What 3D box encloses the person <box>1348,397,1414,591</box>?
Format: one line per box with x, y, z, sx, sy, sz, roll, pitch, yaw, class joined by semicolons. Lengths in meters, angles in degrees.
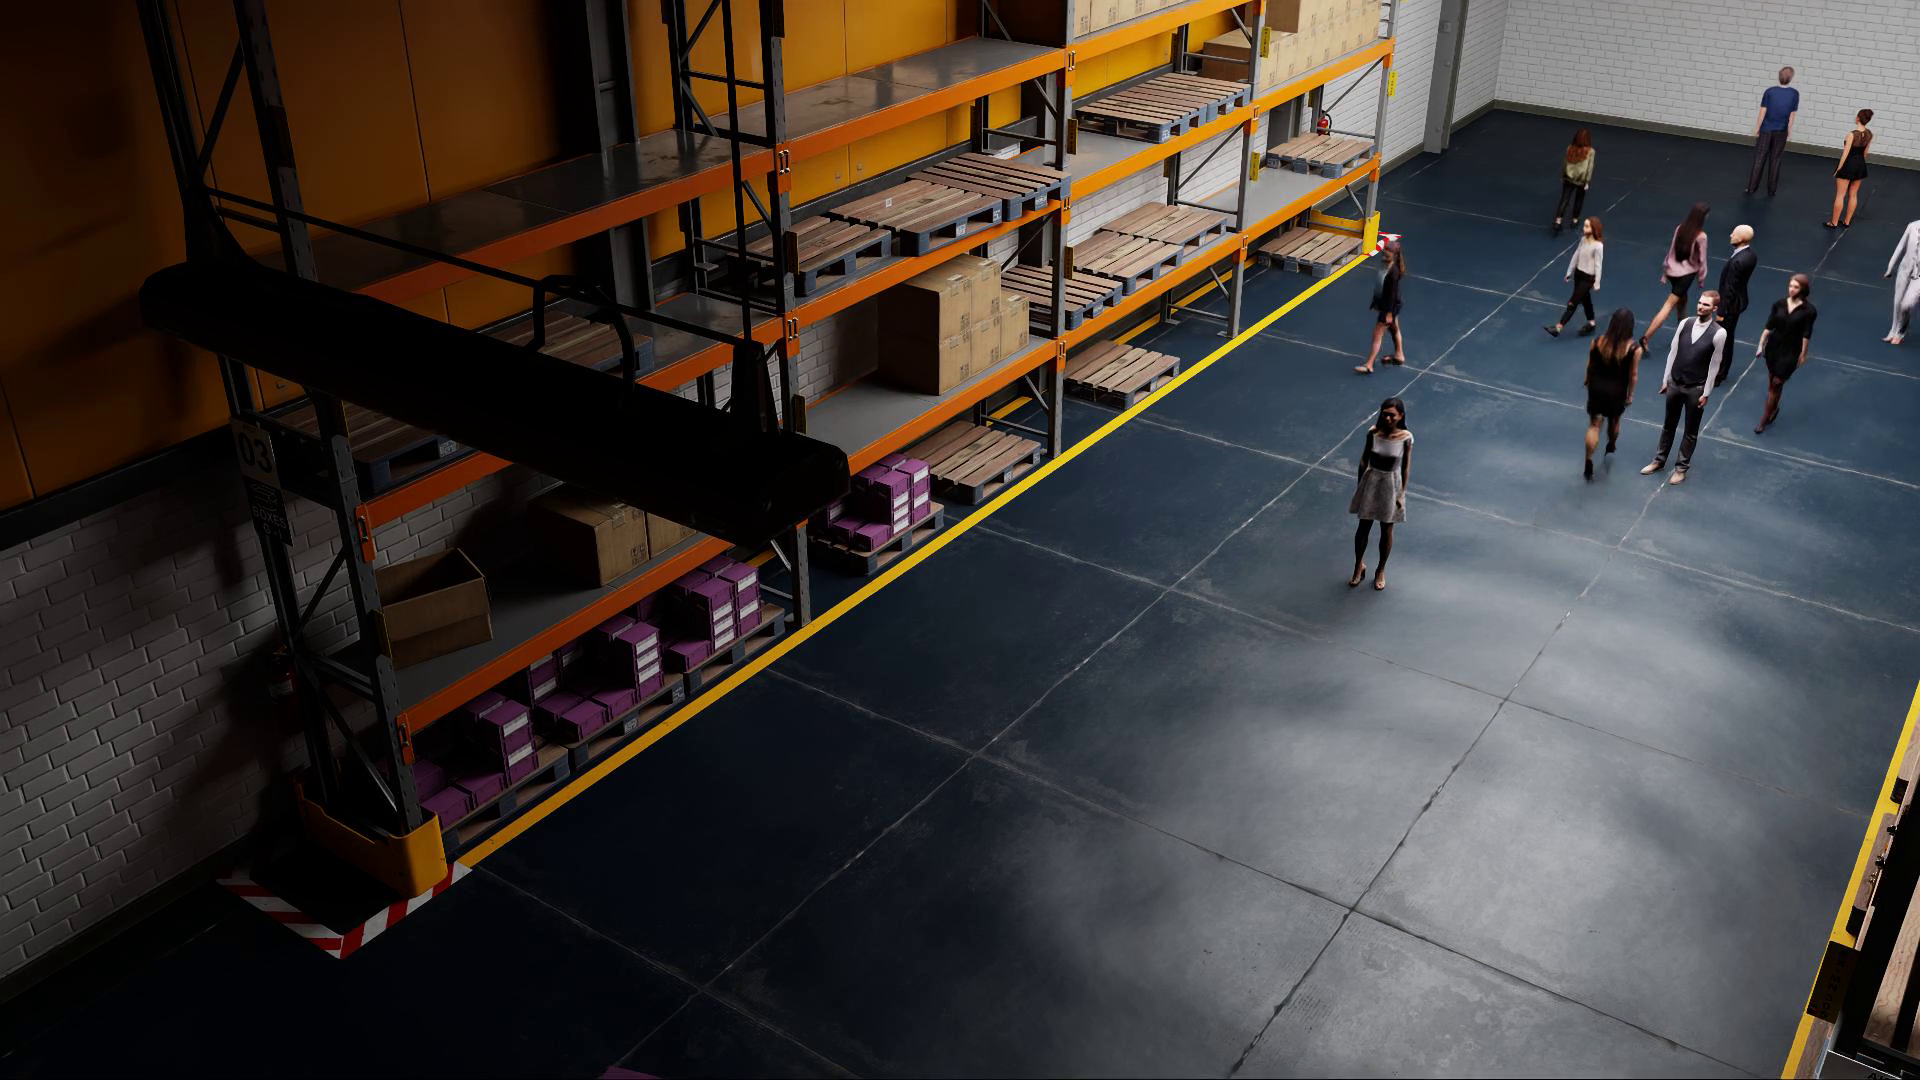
3.612;-0.402;14.281;0.713;1.775;0.715;10;30;18;person

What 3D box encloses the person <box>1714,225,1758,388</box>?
8.463;-2.579;18.248;0.743;1.798;0.518;20;35;33;person

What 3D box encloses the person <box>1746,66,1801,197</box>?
11.977;-6.019;24.477;0.715;1.871;0.636;10;30;17;person

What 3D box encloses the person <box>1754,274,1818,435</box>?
8.574;-1.962;17.237;0.902;1.683;0.722;-22;36;-35;person

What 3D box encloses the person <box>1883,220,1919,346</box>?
11.088;-3.090;19.232;0.822;1.752;0.823;-16;32;-26;person

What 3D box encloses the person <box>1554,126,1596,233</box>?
8.460;-4.941;22.944;0.601;1.447;0.959;20;34;32;person

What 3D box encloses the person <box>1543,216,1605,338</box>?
7.388;-3.070;19.523;1.038;1.439;0.938;-8;30;-14;person

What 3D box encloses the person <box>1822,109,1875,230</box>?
12.393;-5.166;23.121;0.674;1.672;0.738;-6;29;-10;person

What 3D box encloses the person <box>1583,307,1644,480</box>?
6.281;-1.387;16.190;0.697;1.675;1.003;15;32;26;person

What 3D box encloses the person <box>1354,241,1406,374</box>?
4.842;-2.627;18.637;1.029;1.509;0.990;1;29;1;person

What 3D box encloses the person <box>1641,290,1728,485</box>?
7.080;-1.511;16.143;0.661;1.938;0.712;-22;35;-34;person

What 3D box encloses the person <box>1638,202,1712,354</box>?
8.131;-2.929;18.930;1.150;1.759;1.014;-10;30;-18;person
